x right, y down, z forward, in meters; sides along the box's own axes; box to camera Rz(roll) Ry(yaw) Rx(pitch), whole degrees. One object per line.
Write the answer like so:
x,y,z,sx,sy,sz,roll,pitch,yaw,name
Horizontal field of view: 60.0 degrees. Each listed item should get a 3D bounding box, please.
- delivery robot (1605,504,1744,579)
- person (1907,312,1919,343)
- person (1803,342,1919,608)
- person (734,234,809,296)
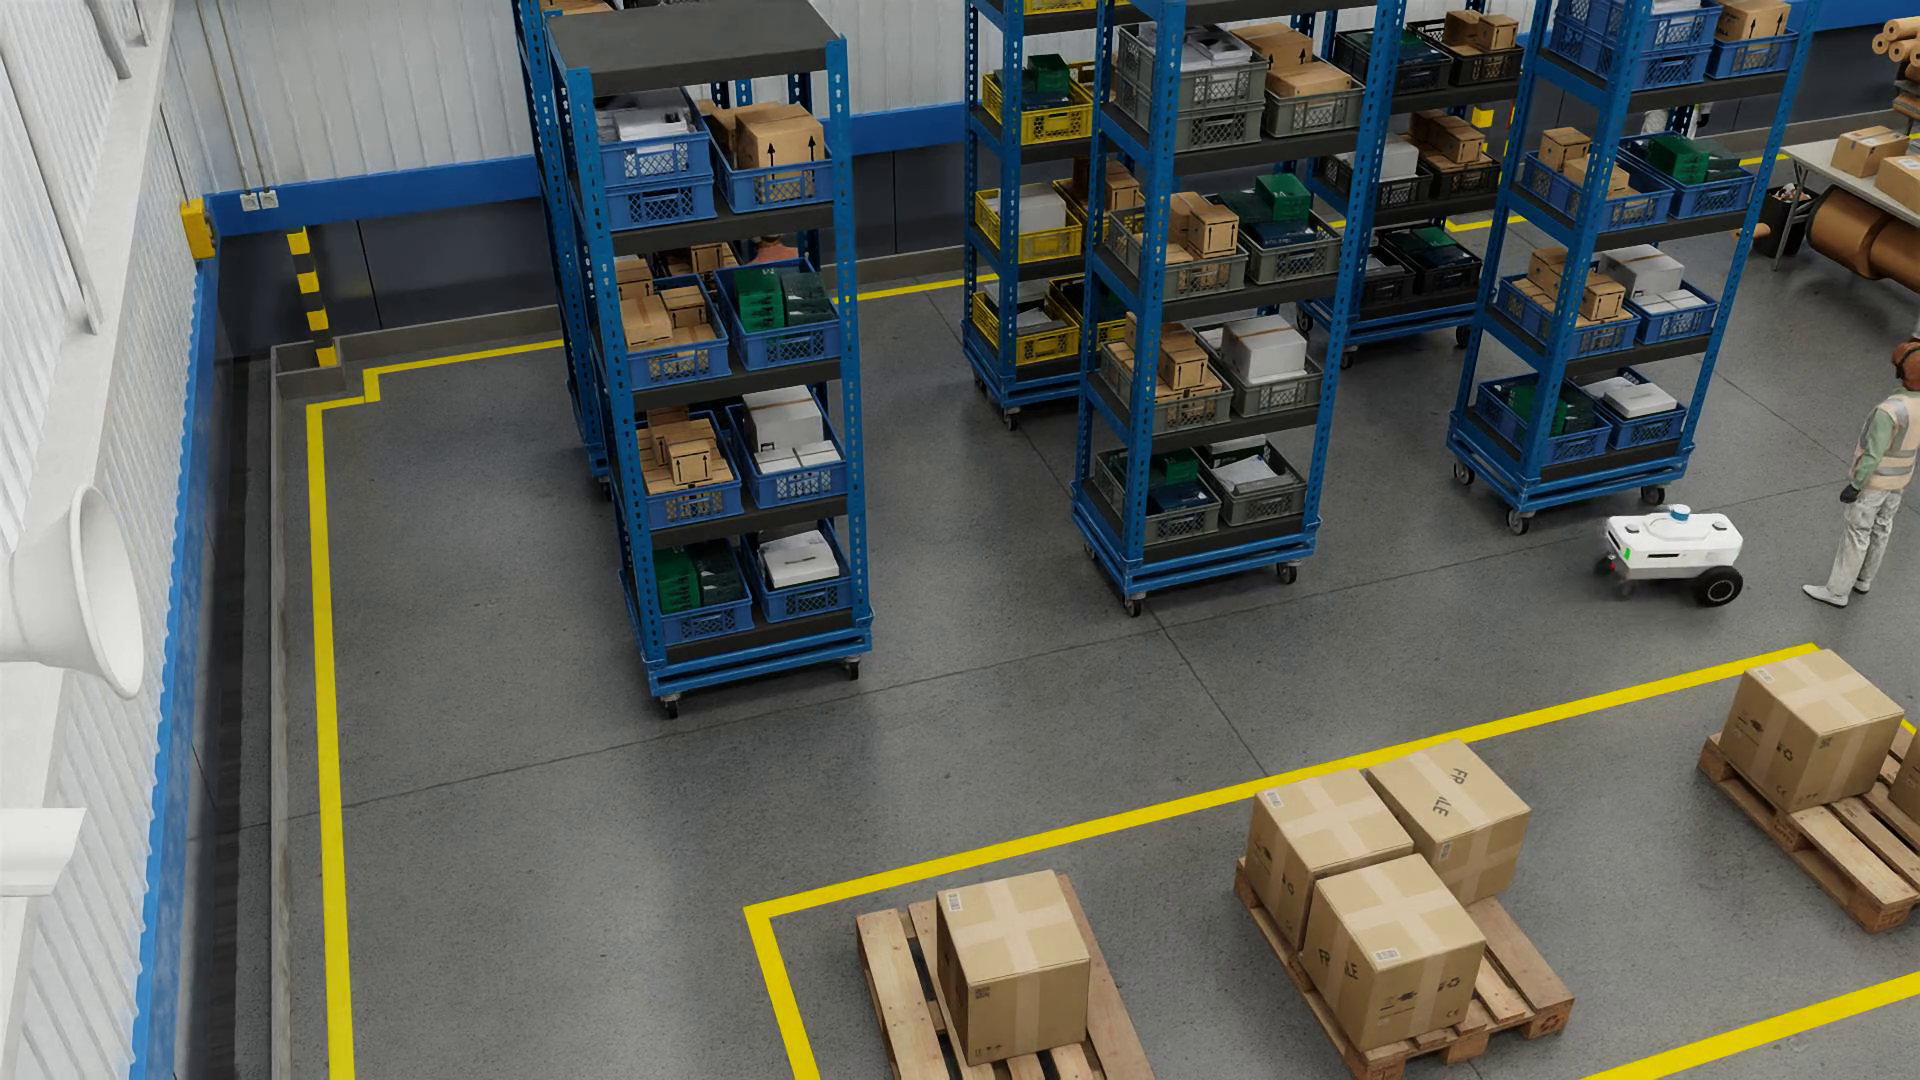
4.143,0.015,9.688,0.707,0.478,0.477,-2,35,-2,delivery robot
7.134,-2.114,11.607,0.374,1.931,0.626,5,35,6,person
5.167,-0.355,9.356,0.521,1.636,0.311,-20,40,-26,person
-1.145,-1.177,10.229,0.624,1.984,0.413,-29,45,-35,person
